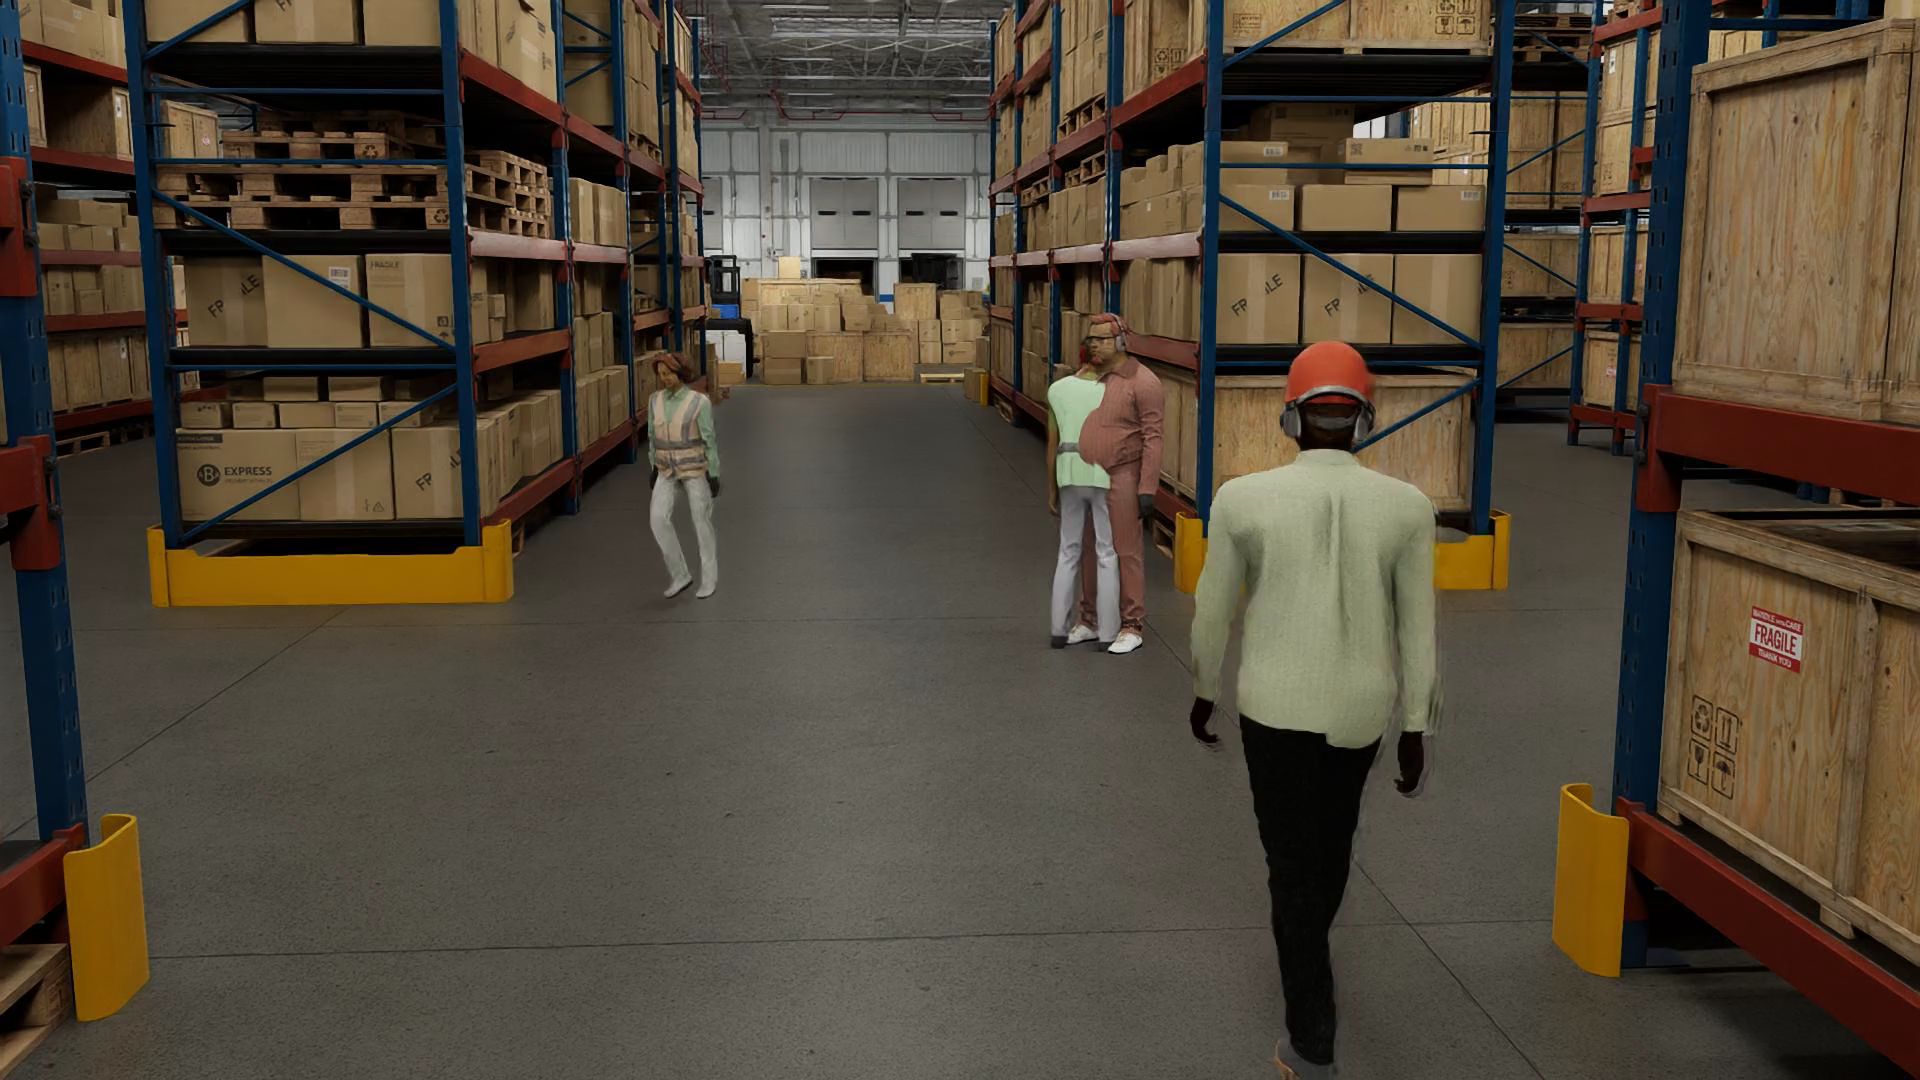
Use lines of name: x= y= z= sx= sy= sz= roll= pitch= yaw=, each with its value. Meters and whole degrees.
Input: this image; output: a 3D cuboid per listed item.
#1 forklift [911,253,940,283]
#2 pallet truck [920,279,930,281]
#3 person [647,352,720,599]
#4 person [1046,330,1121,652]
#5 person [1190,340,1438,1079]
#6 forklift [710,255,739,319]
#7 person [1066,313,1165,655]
forklift: x=-1.098 y=-7.823 z=53.451 sx=1.129 sy=2.768 sz=1.873 roll=-6 pitch=11 yaw=-32
pallet truck: x=-0.932 y=-8.922 z=63.114 sx=1.885 sy=1.965 sz=0.823 roll=2 pitch=9 yaw=13
person: x=-1.806 y=-0.412 z=10.846 sx=0.622 sy=1.615 sz=0.509 roll=4 pitch=10 yaw=26
person: x=0.751 y=-0.280 z=9.396 sx=0.569 sy=1.833 sz=0.401 roll=4 pitch=10 yaw=21
person: x=0.942 y=0.431 z=4.582 sx=0.615 sy=1.931 sz=1.029 roll=-1 pitch=9 yaw=-5
forklift: x=-8.368 y=-8.713 z=59.038 sx=1.129 sy=2.768 sz=1.873 roll=-1 pitch=9 yaw=-4
person: x=0.824 y=-0.318 z=9.373 sx=0.655 sy=1.906 sz=0.407 roll=9 pitch=12 yaw=43
